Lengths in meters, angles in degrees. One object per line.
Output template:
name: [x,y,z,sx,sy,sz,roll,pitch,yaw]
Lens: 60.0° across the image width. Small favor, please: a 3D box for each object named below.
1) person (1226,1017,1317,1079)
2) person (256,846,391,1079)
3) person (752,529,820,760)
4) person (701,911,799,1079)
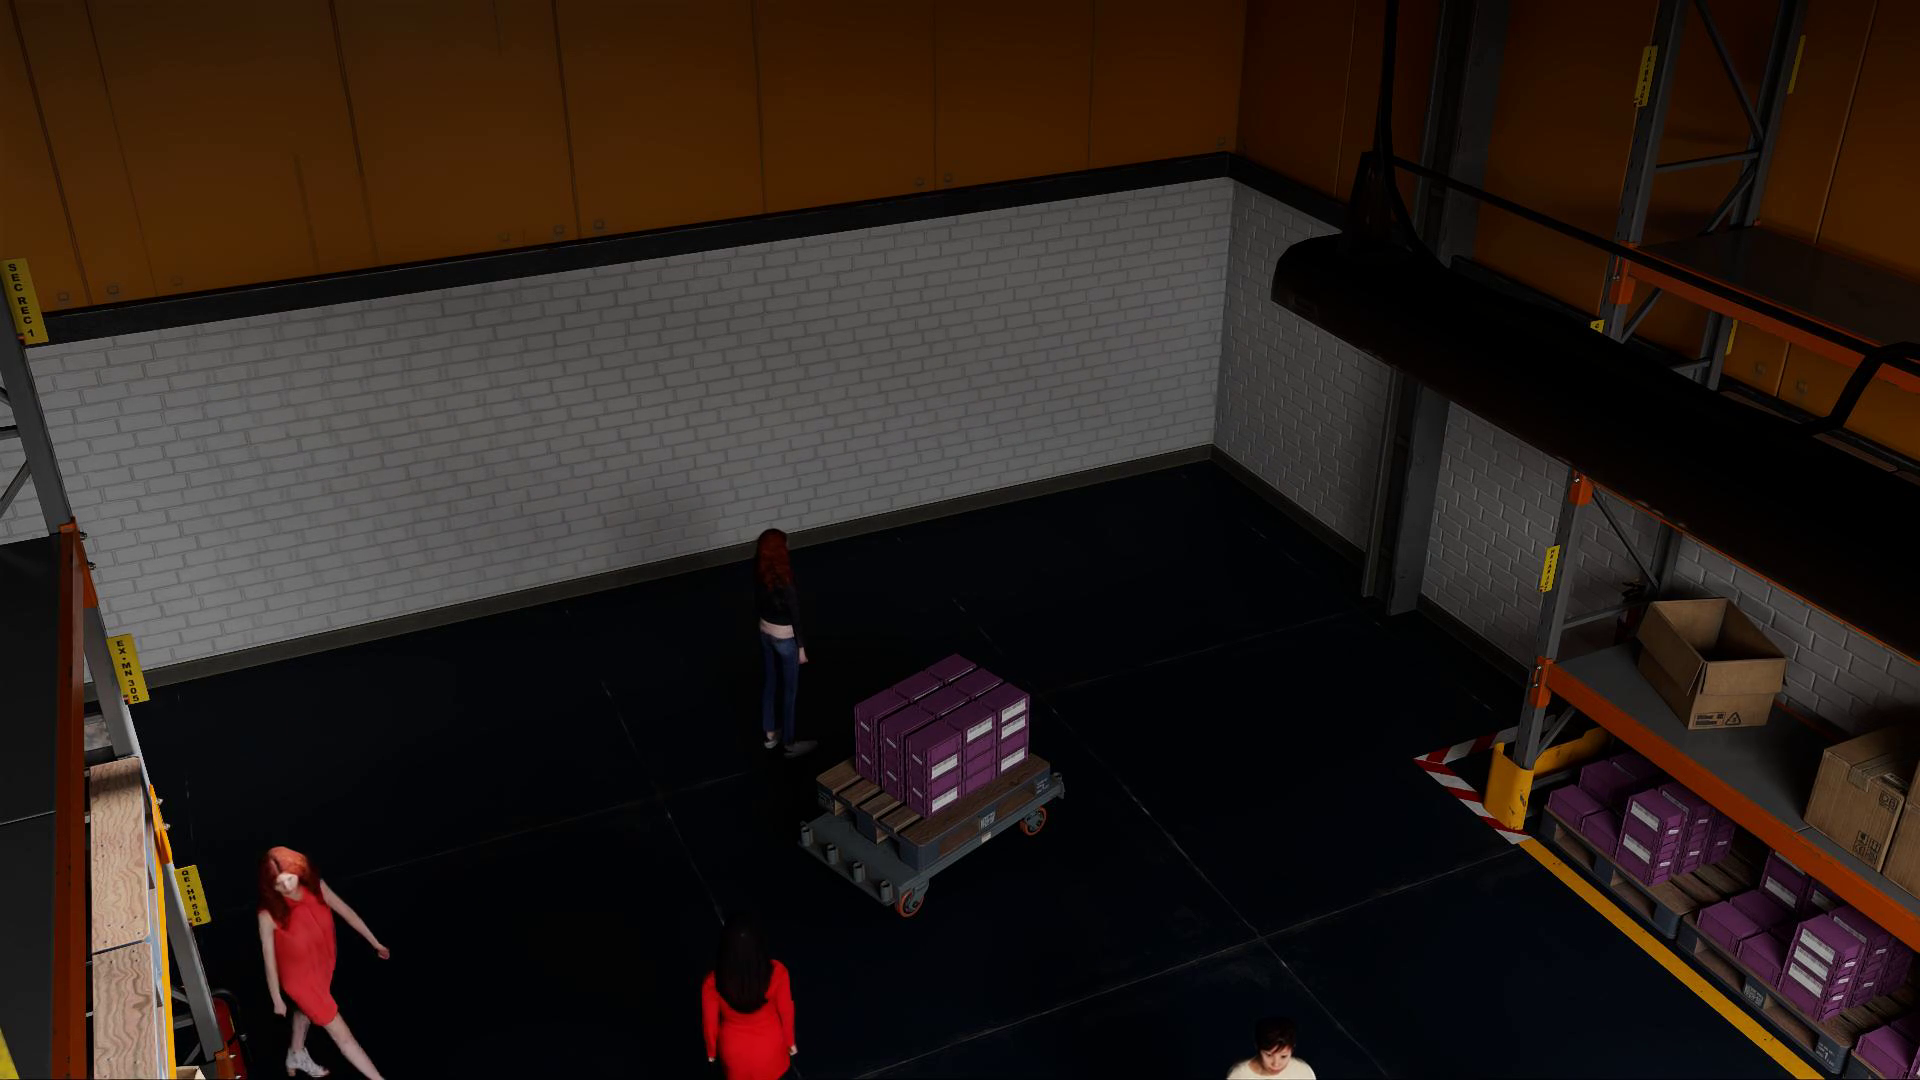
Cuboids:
person: [1.461,2.893,7.976,0.645,1.584,0.622,0,29,1]
person: [-3.519,2.316,8.837,1.218,1.772,1.180,7,29,12]
person: [-1.275,0.719,11.747,0.569,1.789,0.706,25,37,38]
person: [-1.022,2.610,8.331,0.696,1.741,0.763,-6,29,-10]
